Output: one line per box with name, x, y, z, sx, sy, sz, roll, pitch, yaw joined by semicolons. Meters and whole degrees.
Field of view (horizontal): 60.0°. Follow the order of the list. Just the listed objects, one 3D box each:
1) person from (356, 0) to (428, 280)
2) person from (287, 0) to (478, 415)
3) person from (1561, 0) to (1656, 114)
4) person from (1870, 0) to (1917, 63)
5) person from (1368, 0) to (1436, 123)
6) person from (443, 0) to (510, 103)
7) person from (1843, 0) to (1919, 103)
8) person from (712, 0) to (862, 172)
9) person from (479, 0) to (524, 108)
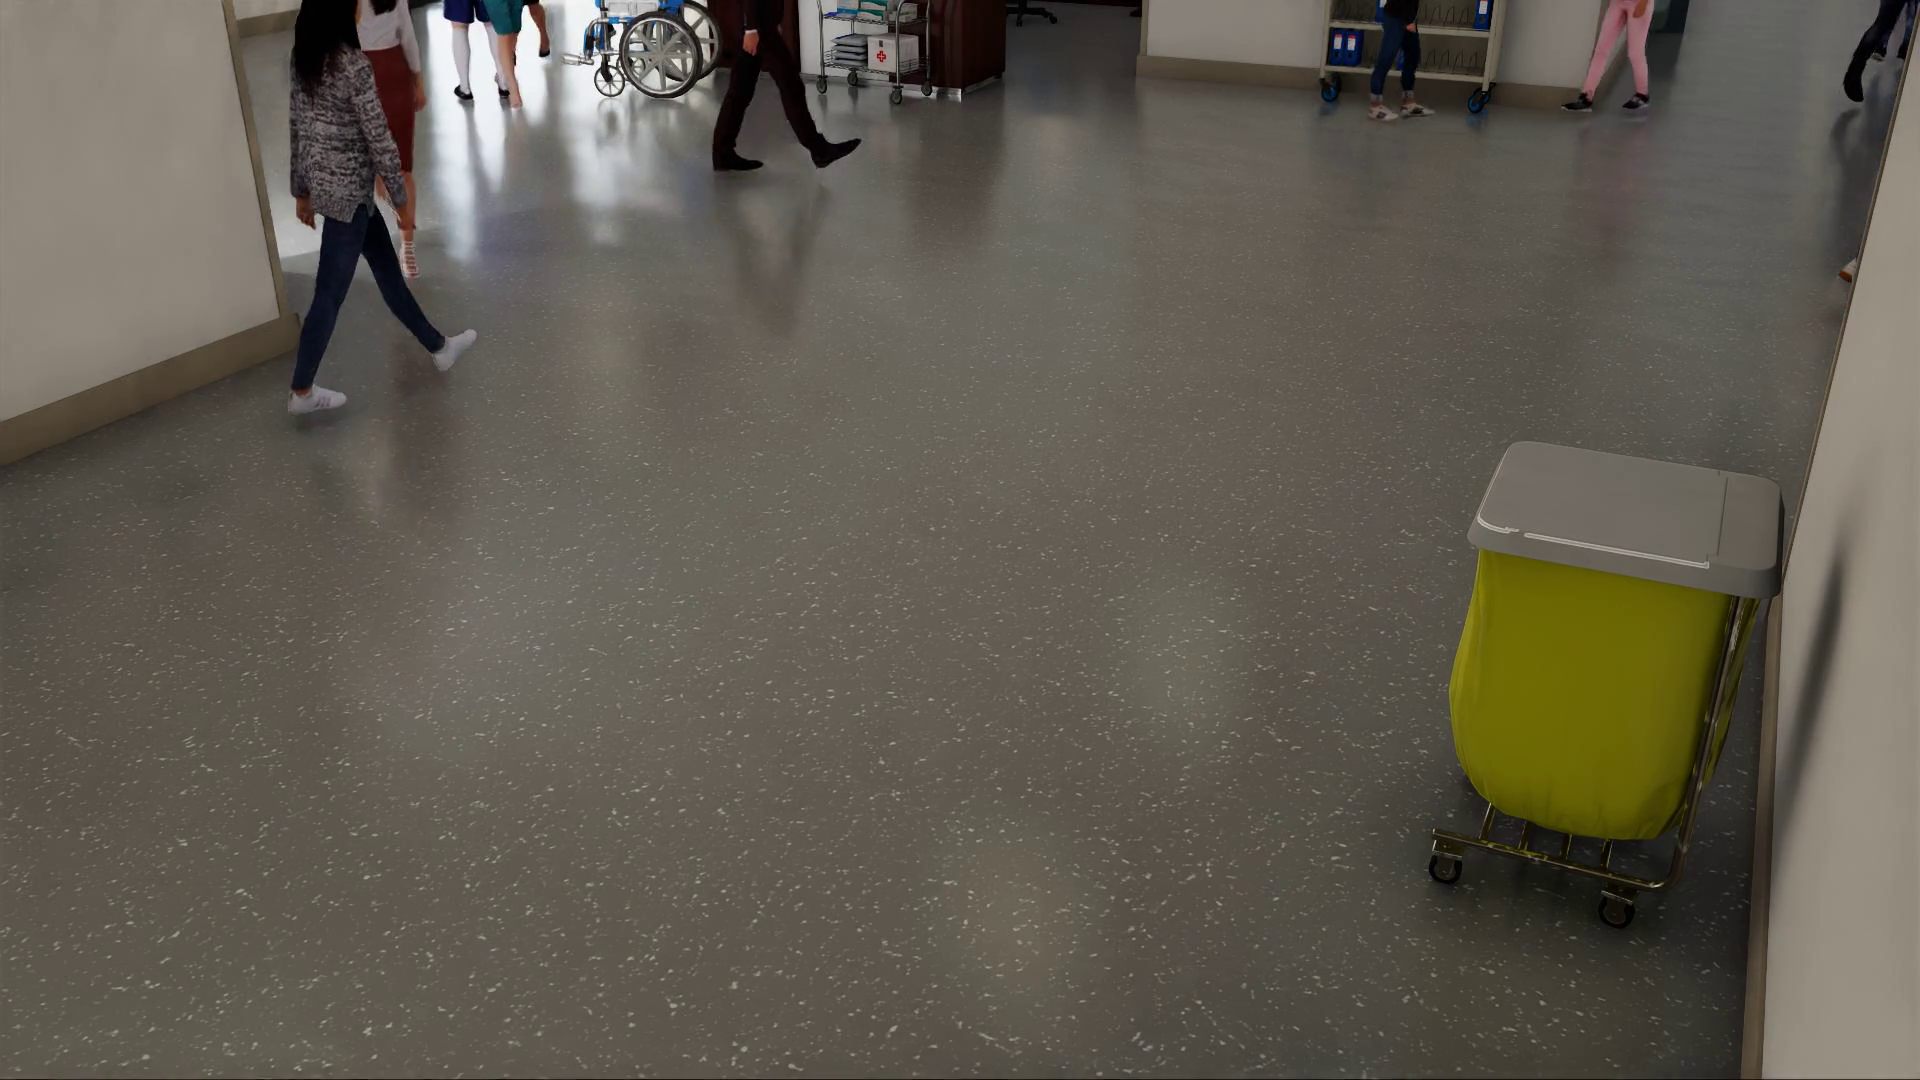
person;-2.900;-2.196;8.256;1.043;1.727;1.102;-10;27;-20
person;-2.456;-1.285;6.427;1.150;1.675;0.892;18;31;33
person;4.805;-3.786;11.783;0.931;1.528;0.955;-14;29;-26
person;7.906;-4.586;13.787;0.818;1.229;0.716;20;32;35
person;3.014;-3.682;11.630;0.661;1.472;0.580;13;28;24
person;-3.625;-4.206;12.296;0.751;1.839;0.791;-11;28;-21
person;6.891;-4.136;12.101;1.146;1.882;1.217;-16;30;-30
person;-1.303;-3.087;9.996;1.262;1.821;1.149;-6;26;-11
person;-3.363;-4.023;12.144;0.944;1.640;1.087;-13;28;-24
